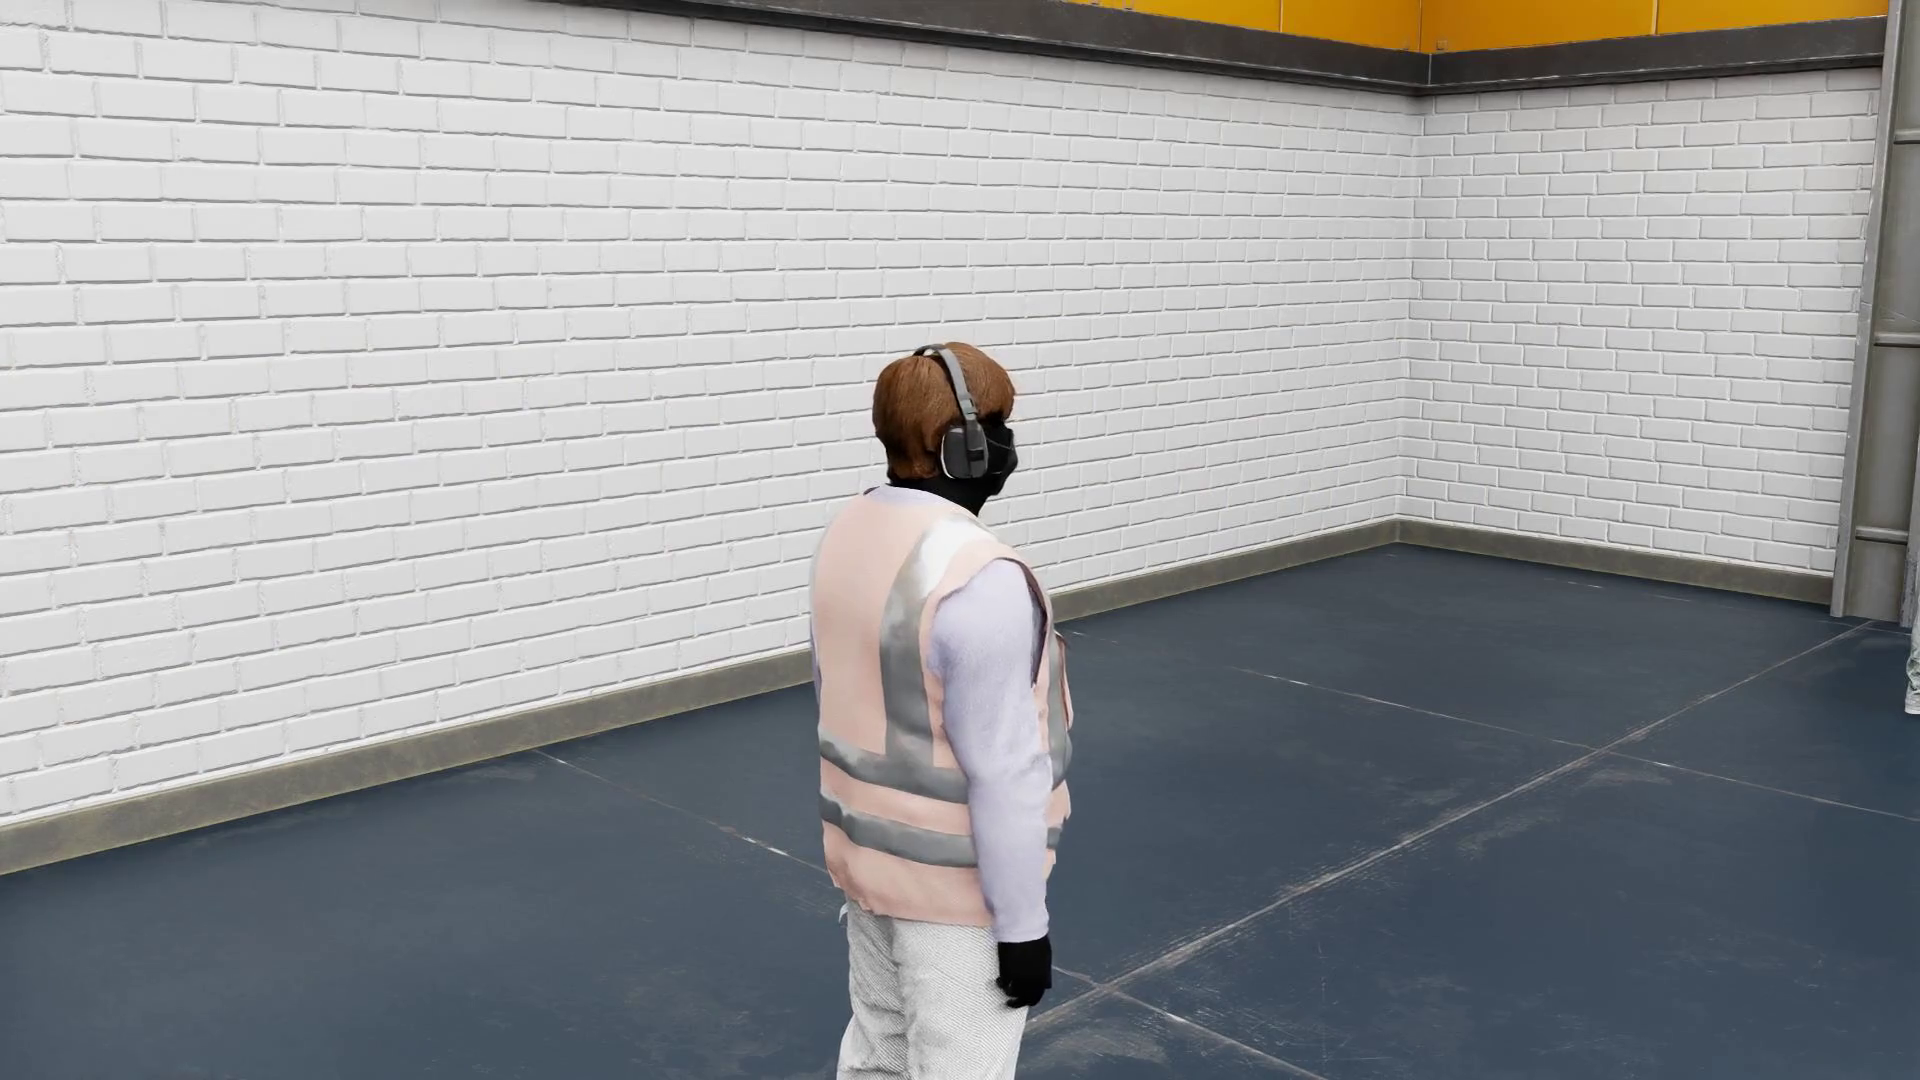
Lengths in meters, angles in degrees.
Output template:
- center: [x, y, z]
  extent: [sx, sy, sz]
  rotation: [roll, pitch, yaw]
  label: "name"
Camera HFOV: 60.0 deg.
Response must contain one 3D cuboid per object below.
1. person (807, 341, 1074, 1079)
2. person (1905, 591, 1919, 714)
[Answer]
- center: [-0.024, 0.582, 2.914]
  extent: [0.430, 1.846, 0.623]
  rotation: [-6, 12, -28]
  label: "person"
- center: [4.191, -0.090, 6.844]
  extent: [0.308, 1.743, 0.494]
  rotation: [-1, 10, -7]
  label: "person"
